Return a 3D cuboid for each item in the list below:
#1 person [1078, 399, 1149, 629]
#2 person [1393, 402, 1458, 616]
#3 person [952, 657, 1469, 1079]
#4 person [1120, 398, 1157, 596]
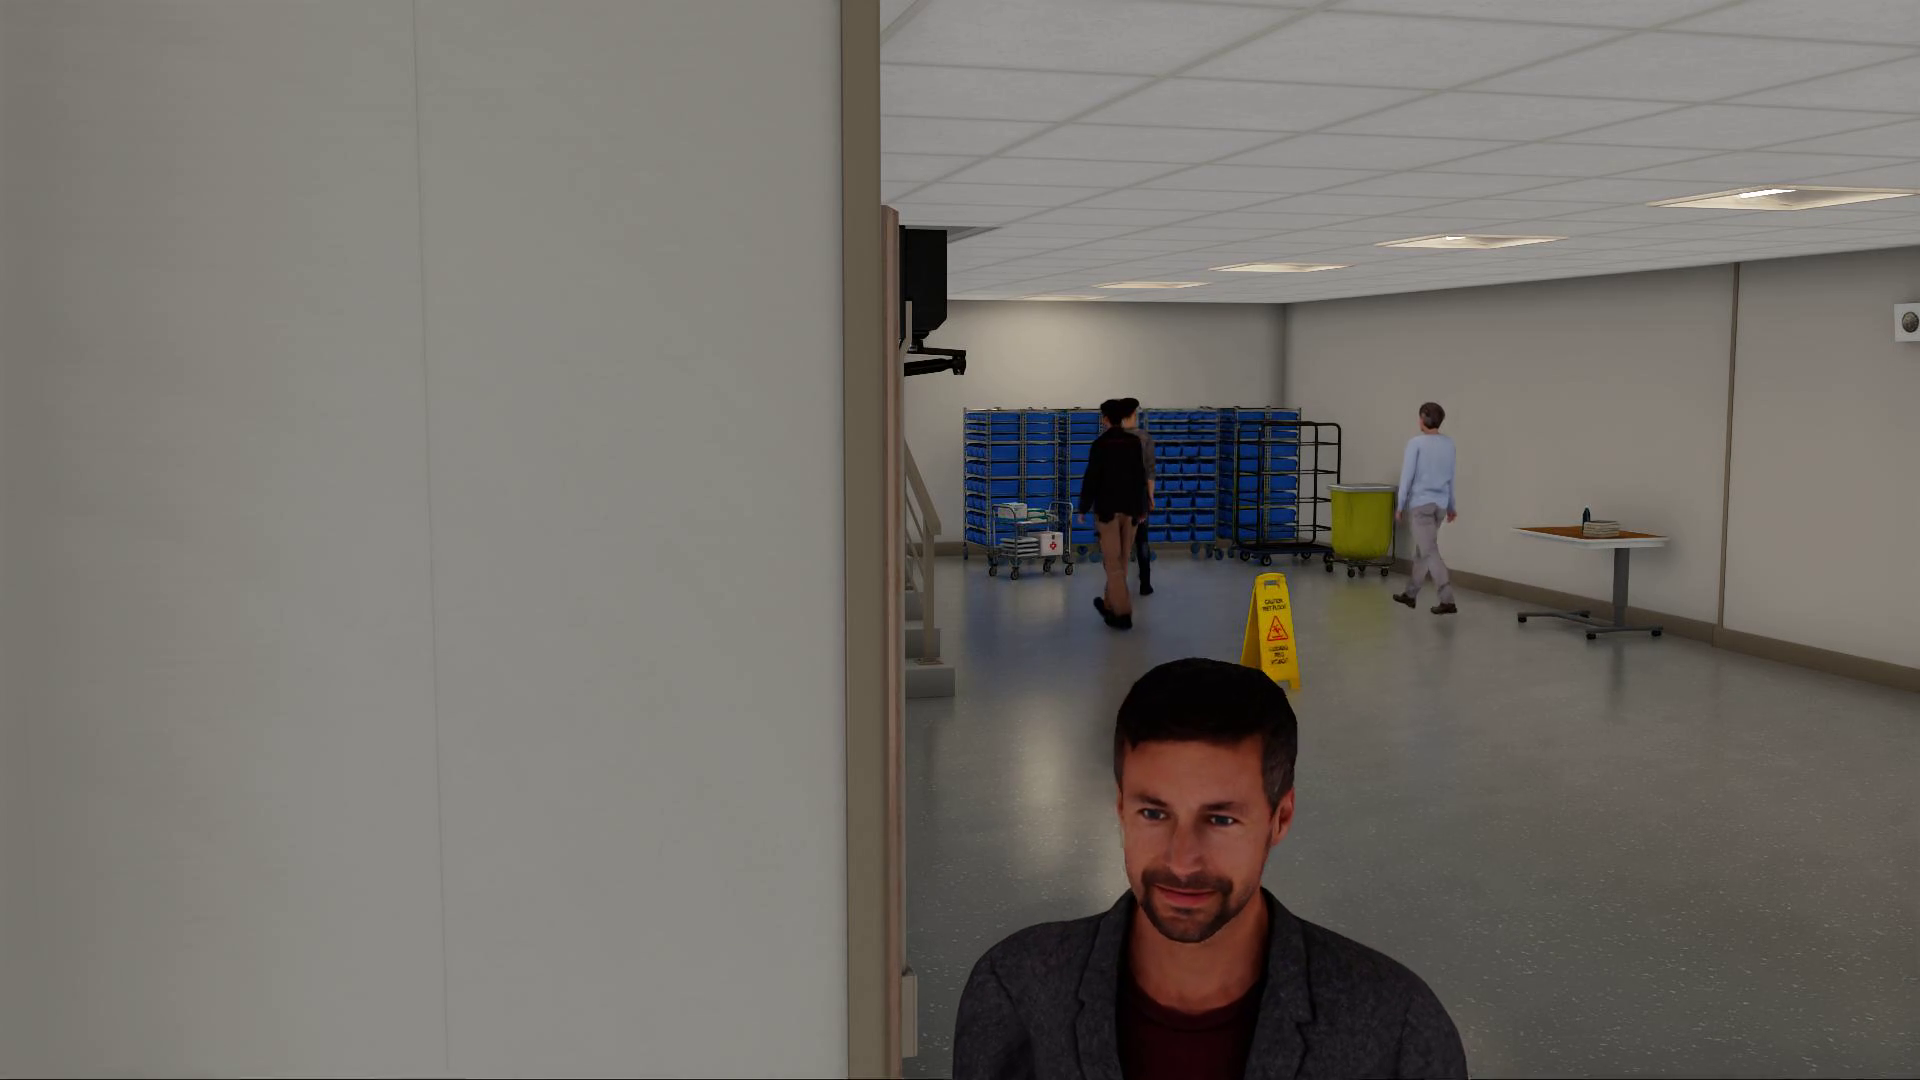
[{"bbox_3d":[1.341,-0.205,13.894,0.864,1.904,1.067,-3,6,-27],"label":"person"},{"bbox_3d":[4.124,-0.234,14.470,0.768,1.845,1.256,-2,6,-20],"label":"person"},{"bbox_3d":[0.237,1.035,1.725,0.773,1.871,0.767,1,6,14],"label":"person"},{"bbox_3d":[1.638,-0.425,16.087,0.743,1.903,0.683,0,6,3],"label":"person"}]
